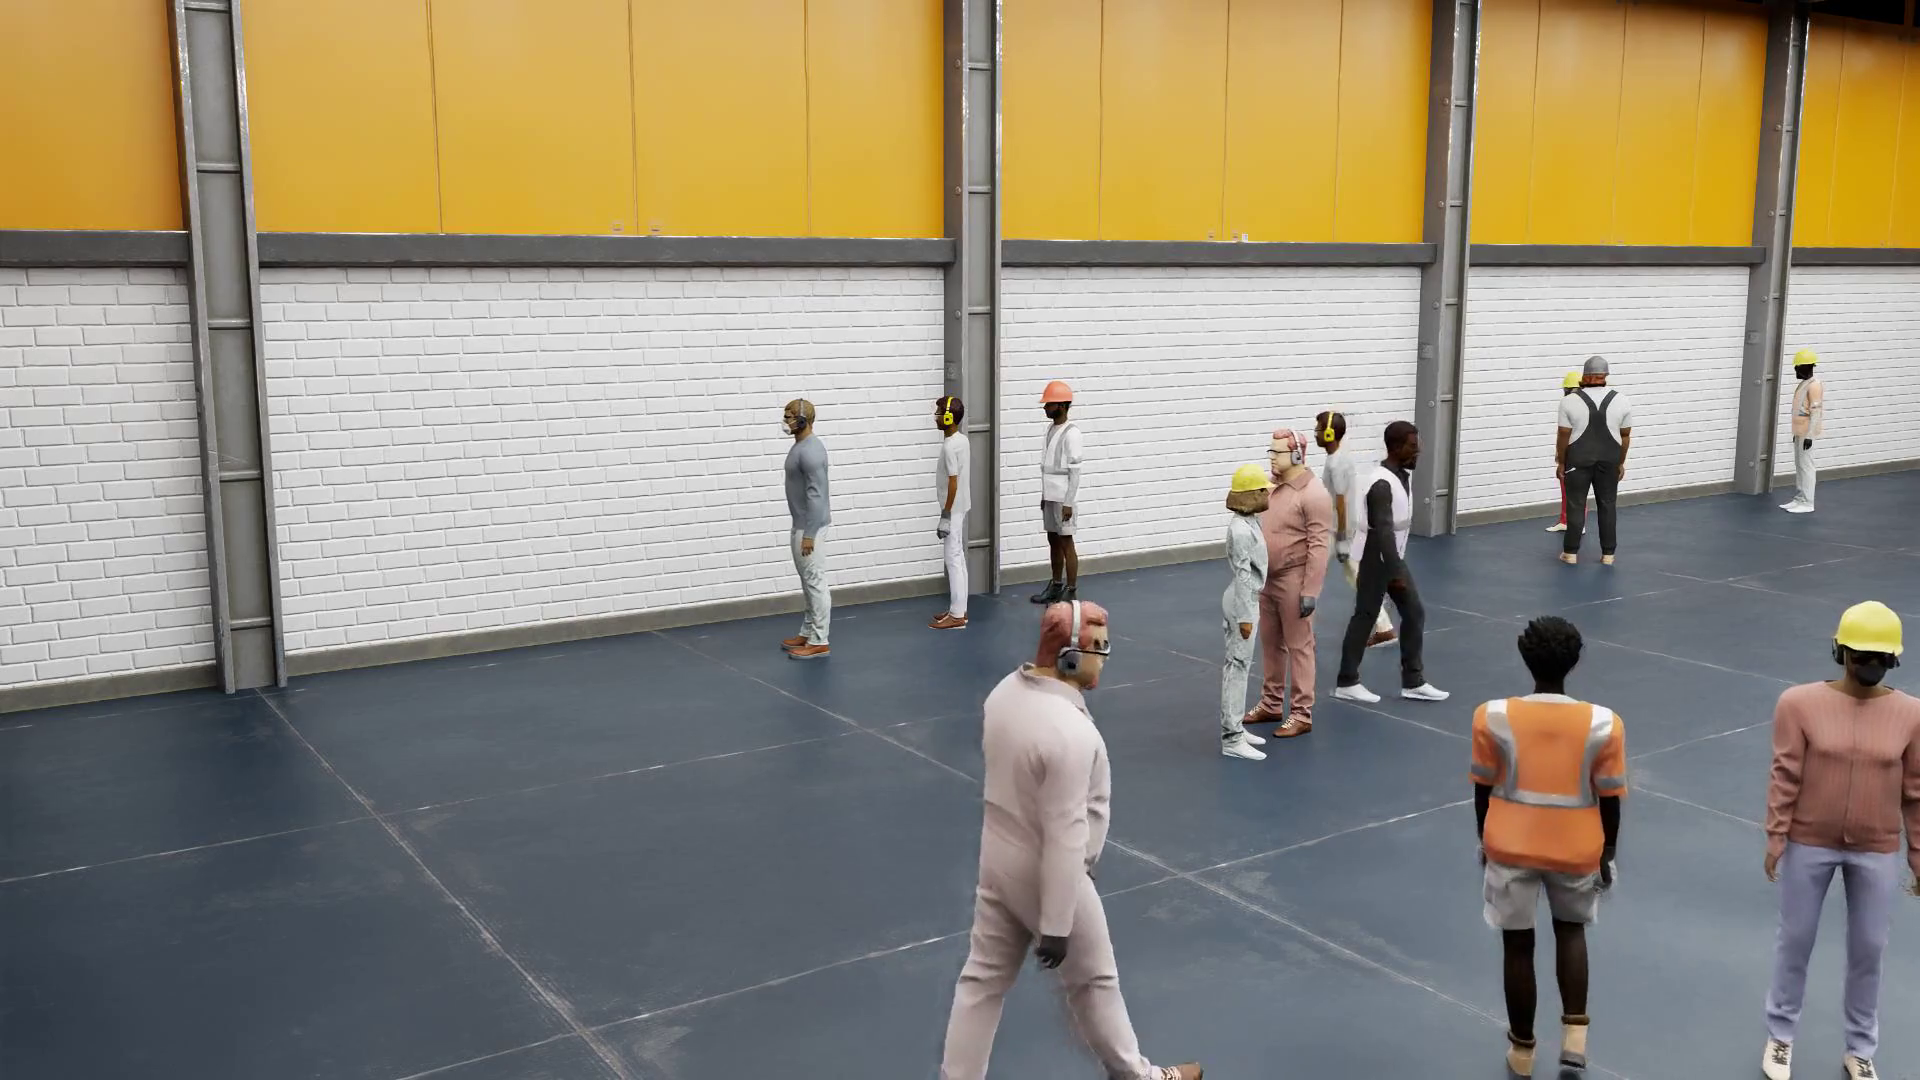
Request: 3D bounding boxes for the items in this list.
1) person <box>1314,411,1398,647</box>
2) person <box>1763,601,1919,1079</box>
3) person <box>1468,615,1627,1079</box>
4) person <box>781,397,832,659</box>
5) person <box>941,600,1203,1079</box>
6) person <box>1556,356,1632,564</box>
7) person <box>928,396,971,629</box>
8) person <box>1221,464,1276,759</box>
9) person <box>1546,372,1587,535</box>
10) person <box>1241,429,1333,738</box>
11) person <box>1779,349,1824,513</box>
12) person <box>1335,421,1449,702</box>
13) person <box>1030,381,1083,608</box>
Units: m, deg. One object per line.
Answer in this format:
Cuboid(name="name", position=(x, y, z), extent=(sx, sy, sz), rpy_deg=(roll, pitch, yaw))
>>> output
Cuboid(name="person", position=(2.883, -0.073, 12.642), extent=(1.002, 1.820, 0.540), rpy_deg=(4, 10, 21))
Cuboid(name="person", position=(3.123, 1.077, 5.856), extent=(0.530, 1.766, 0.323), rpy_deg=(4, 10, 21))
Cuboid(name="person", position=(2.076, 1.102, 5.929), extent=(0.523, 1.682, 0.365), rpy_deg=(2, 10, 12))
Cuboid(name="person", position=(-1.139, -0.089, 12.348), extent=(0.376, 1.940, 0.629), rpy_deg=(-2, 10, -12))
Cuboid(name="person", position=(0.341, 1.099, 5.461), extent=(1.004, 1.840, 0.629), rpy_deg=(-5, 11, -27))
Cuboid(name="person", position=(6.155, -0.785, 16.239), extent=(0.680, 2.000, 0.536), rpy_deg=(2, 10, 11))
Cuboid(name="person", position=(-0.084, -0.218, 13.346), extent=(0.328, 1.868, 0.513), rpy_deg=(1, 10, 9))
Cuboid(name="person", position=(1.708, 0.416, 9.892), extent=(0.287, 1.746, 0.488), rpy_deg=(2, 10, 11))
Cuboid(name="person", position=(6.579, -0.926, 17.917), extent=(0.324, 1.765, 0.534), rpy_deg=(-3, 10, -15))
Cuboid(name="person", position=(2.007, 0.262, 10.335), extent=(0.407, 1.908, 0.641), rpy_deg=(-5, 10, -26))
Cuboid(name="person", position=(9.902, -1.277, 19.548), extent=(0.386, 1.922, 0.594), rpy_deg=(2, 10, 14))
Cuboid(name="person", position=(2.892, 0.163, 10.964), extent=(0.842, 1.889, 0.592), rpy_deg=(6, 11, 31))
Cuboid(name="person", position=(0.820, -0.376, 14.094), extent=(0.364, 1.939, 0.551), rpy_deg=(-4, 10, -23))
